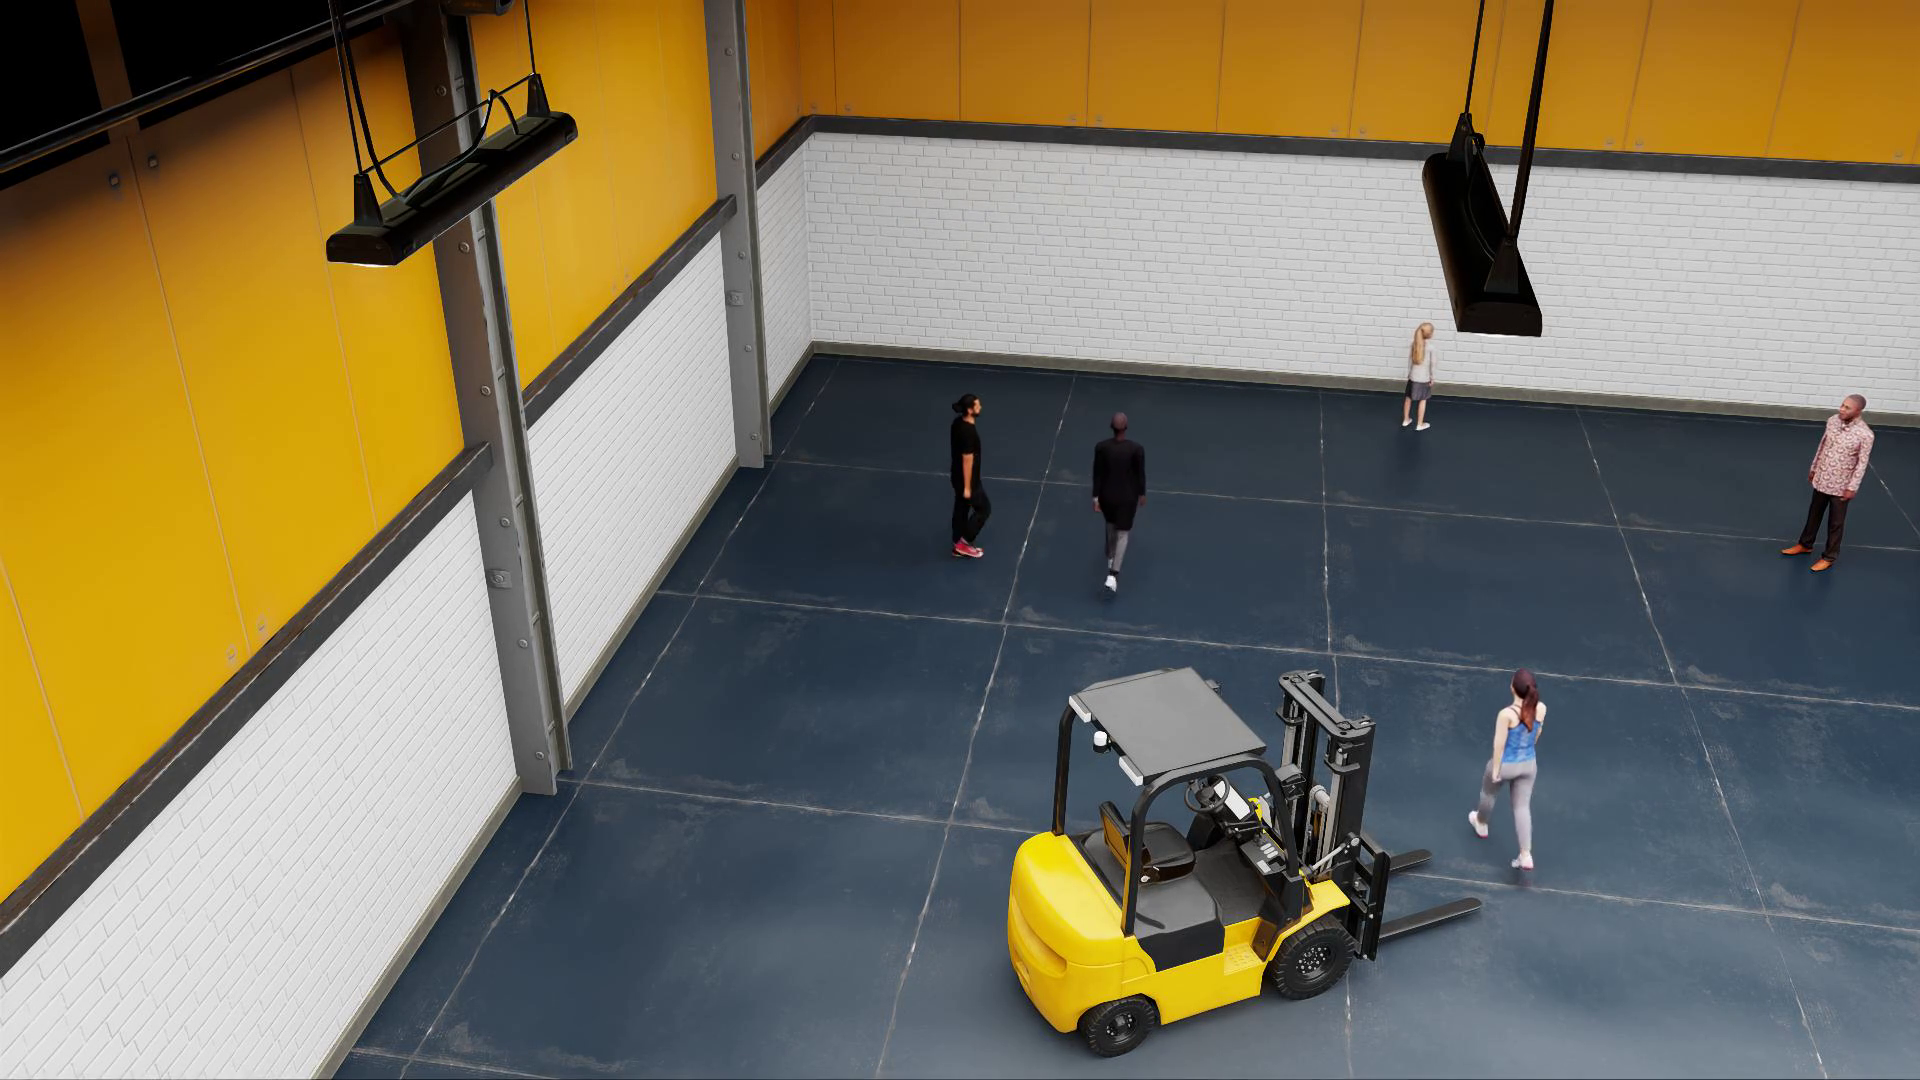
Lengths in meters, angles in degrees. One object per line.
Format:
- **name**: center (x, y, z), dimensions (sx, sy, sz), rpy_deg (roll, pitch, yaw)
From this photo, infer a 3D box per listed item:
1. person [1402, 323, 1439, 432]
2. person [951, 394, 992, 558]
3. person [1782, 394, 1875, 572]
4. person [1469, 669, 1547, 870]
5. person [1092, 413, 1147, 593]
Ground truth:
- **person**: center (5.283, -1.890, 19.090), dimensions (0.603, 1.275, 0.646), rpy_deg (24, 36, 36)
- **person**: center (-0.012, -0.596, 16.220), dimensions (0.803, 1.750, 0.683), rpy_deg (-7, 29, -13)
- **person**: center (8.501, -0.585, 16.142), dimensions (0.841, 1.808, 0.722), rpy_deg (-11, 30, -19)
- **person**: center (4.098, 1.694, 12.198), dimensions (0.787, 1.582, 1.116), rpy_deg (-4, 29, -7)
- **person**: center (1.488, -0.338, 15.772), dimensions (0.754, 1.727, 1.173), rpy_deg (9, 30, 16)
